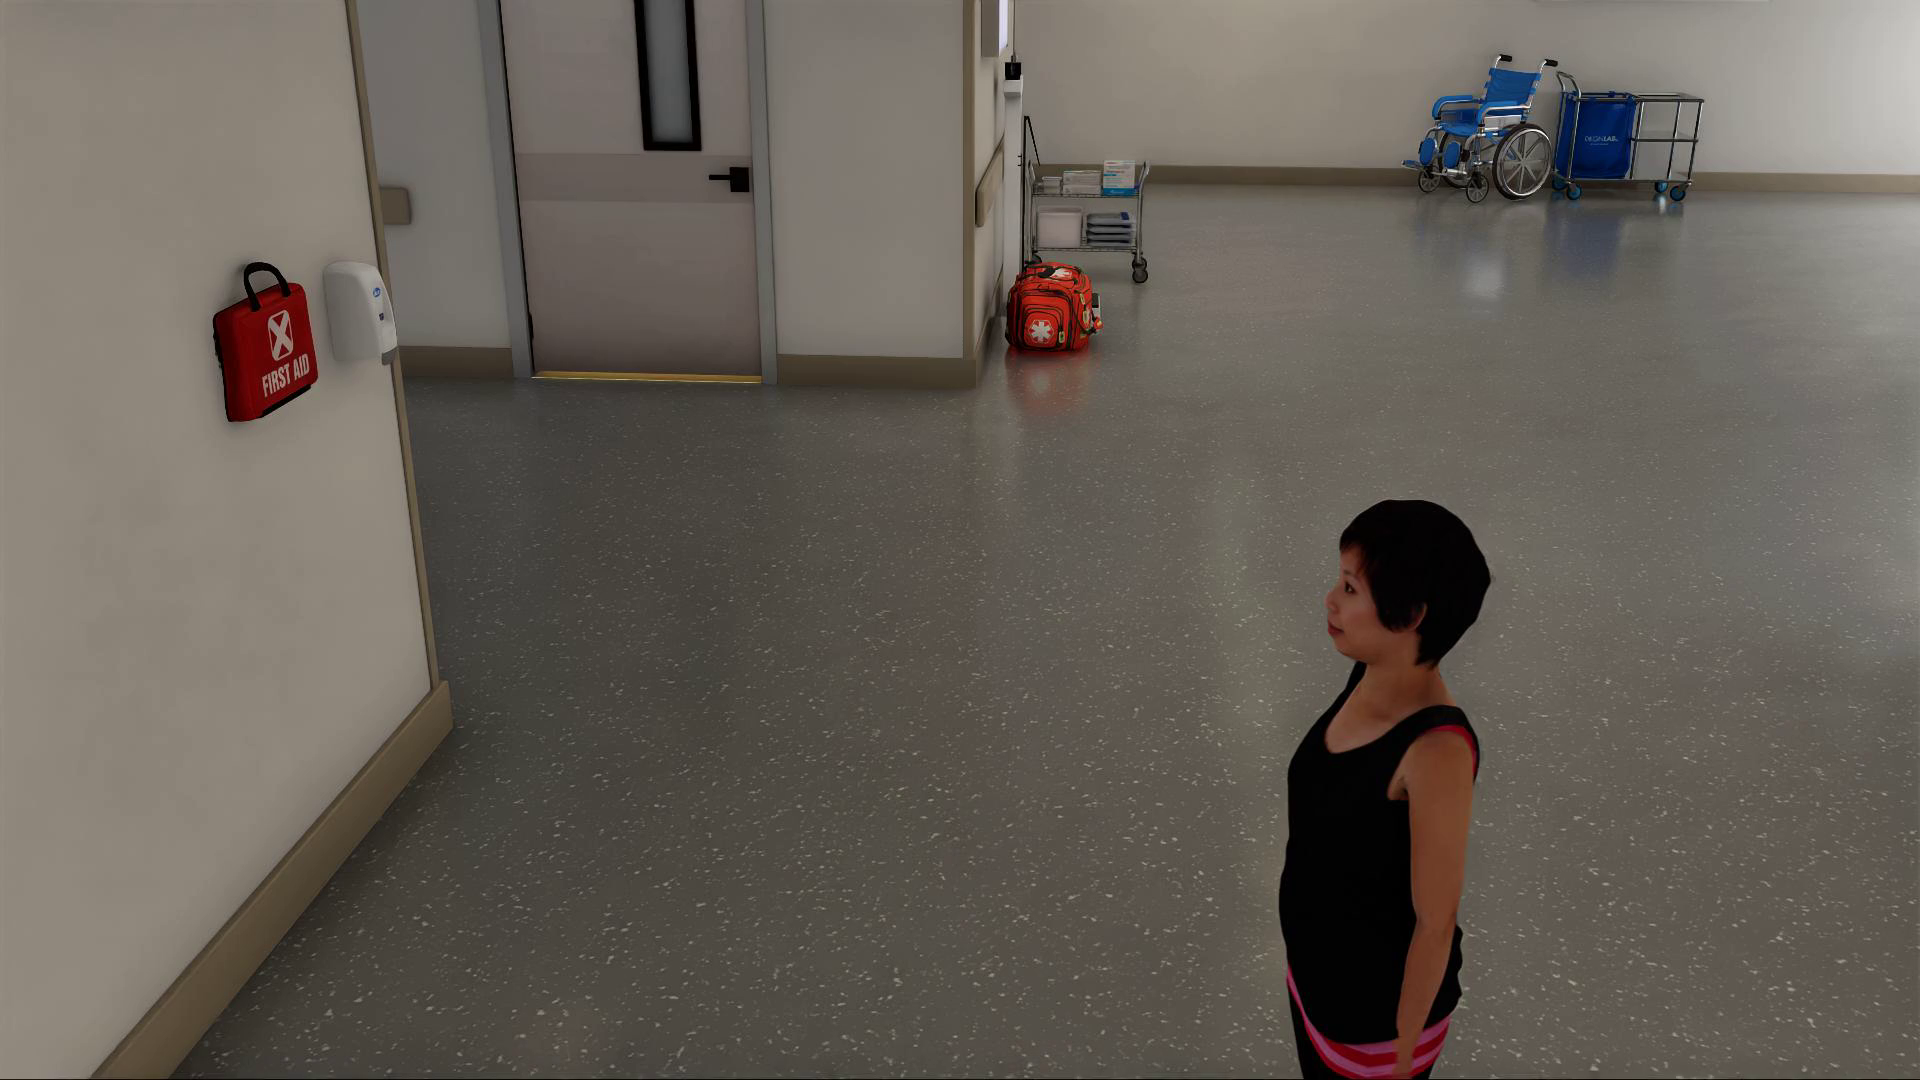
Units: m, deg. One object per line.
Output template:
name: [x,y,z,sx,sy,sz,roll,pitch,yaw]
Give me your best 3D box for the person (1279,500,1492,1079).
person: [0.645,0.668,2.614,0.635,1.553,0.478,-1,21,-3]
